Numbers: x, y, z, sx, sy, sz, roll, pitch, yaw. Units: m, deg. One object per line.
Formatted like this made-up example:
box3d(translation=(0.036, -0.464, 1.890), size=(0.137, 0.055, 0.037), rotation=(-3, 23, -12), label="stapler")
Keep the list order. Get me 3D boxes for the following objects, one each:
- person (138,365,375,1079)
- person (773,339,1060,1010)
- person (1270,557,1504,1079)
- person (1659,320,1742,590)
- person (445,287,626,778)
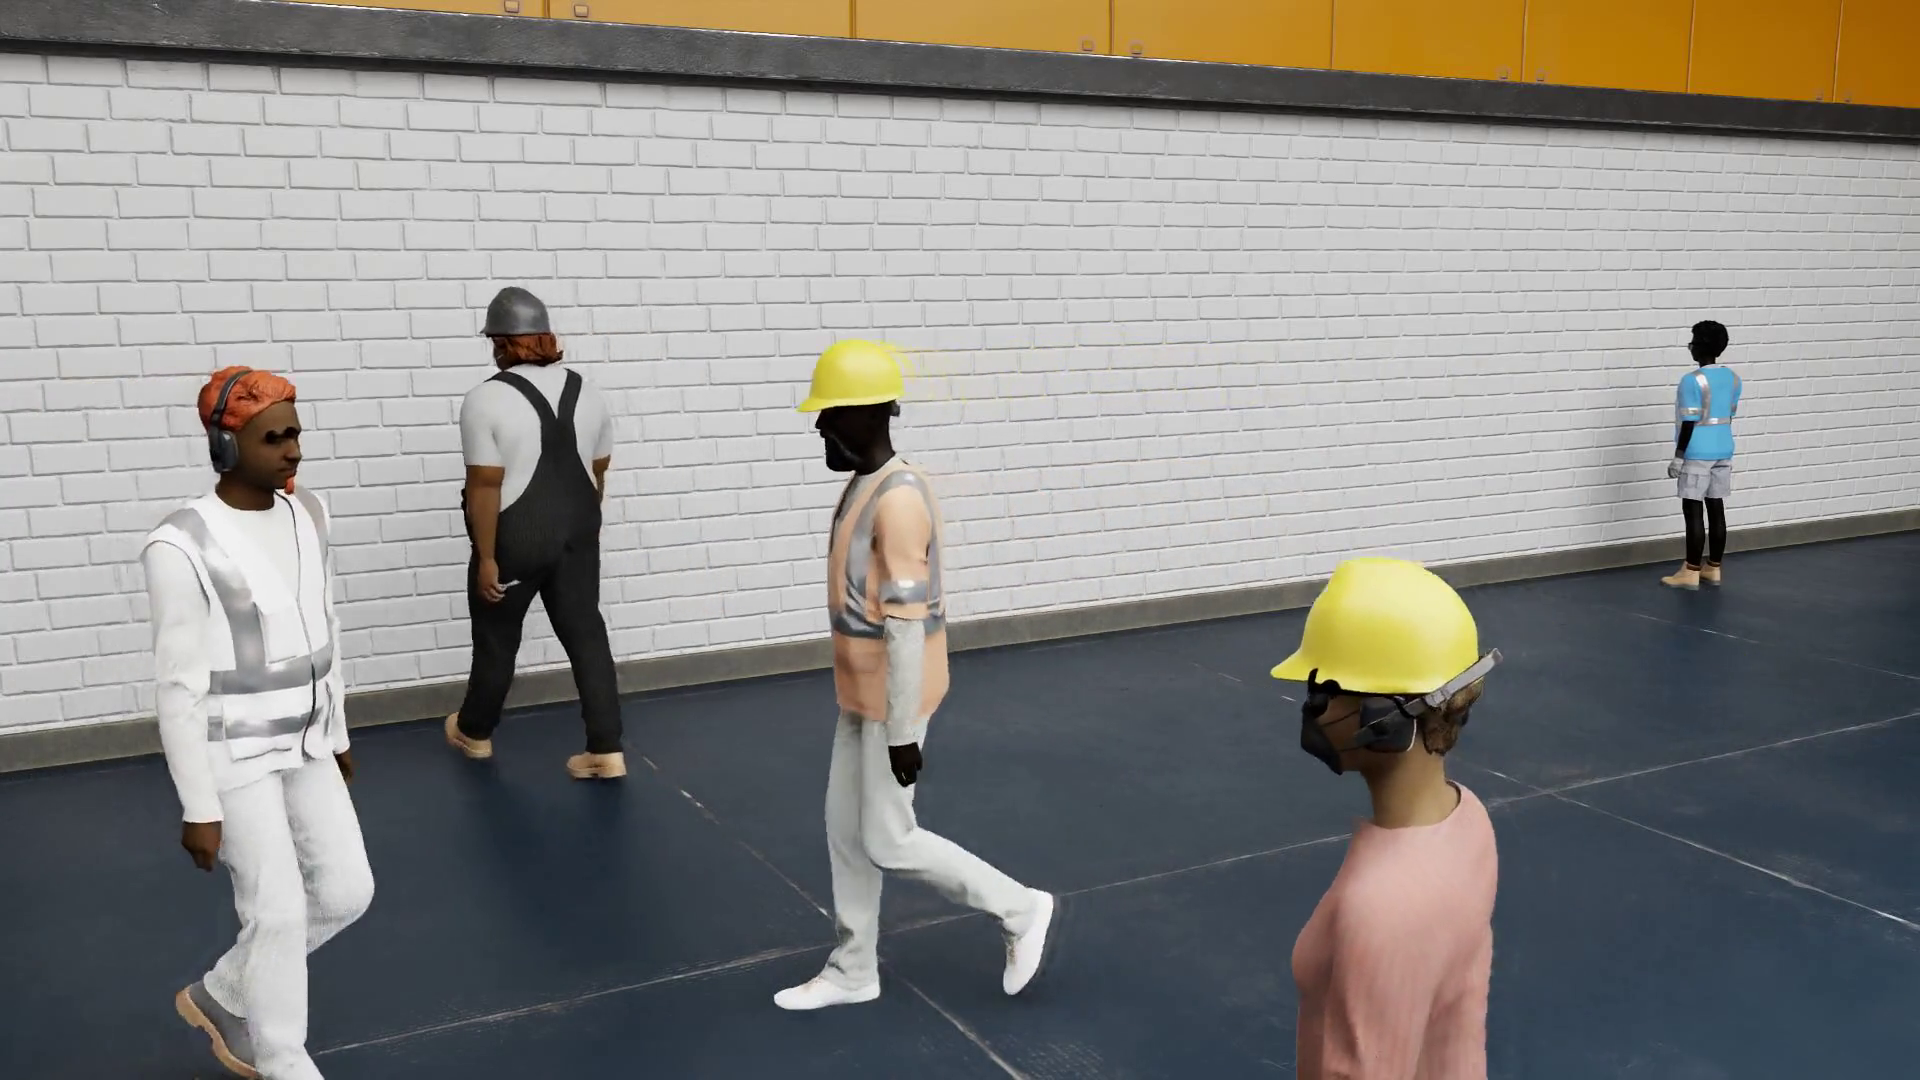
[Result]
box3d(translation=(-1.679, 0.517, 3.952), size=(0.483, 1.868, 0.590), rotation=(2, 10, 13), label="person")
box3d(translation=(-0.134, 0.396, 4.577), size=(0.711, 1.903, 0.592), rotation=(-2, 10, -13), label="person")
box3d(translation=(0.642, 0.887, 2.199), size=(0.738, 1.740, 0.535), rotation=(4, 11, 24), label="person")
box3d(translation=(4.677, -0.531, 10.488), size=(0.530, 1.697, 0.321), rotation=(-6, 12, -32), label="person")
box3d(translation=(-1.737, -0.054, 6.754), size=(1.046, 2.000, 0.695), rotation=(9, 13, 41), label="person")
